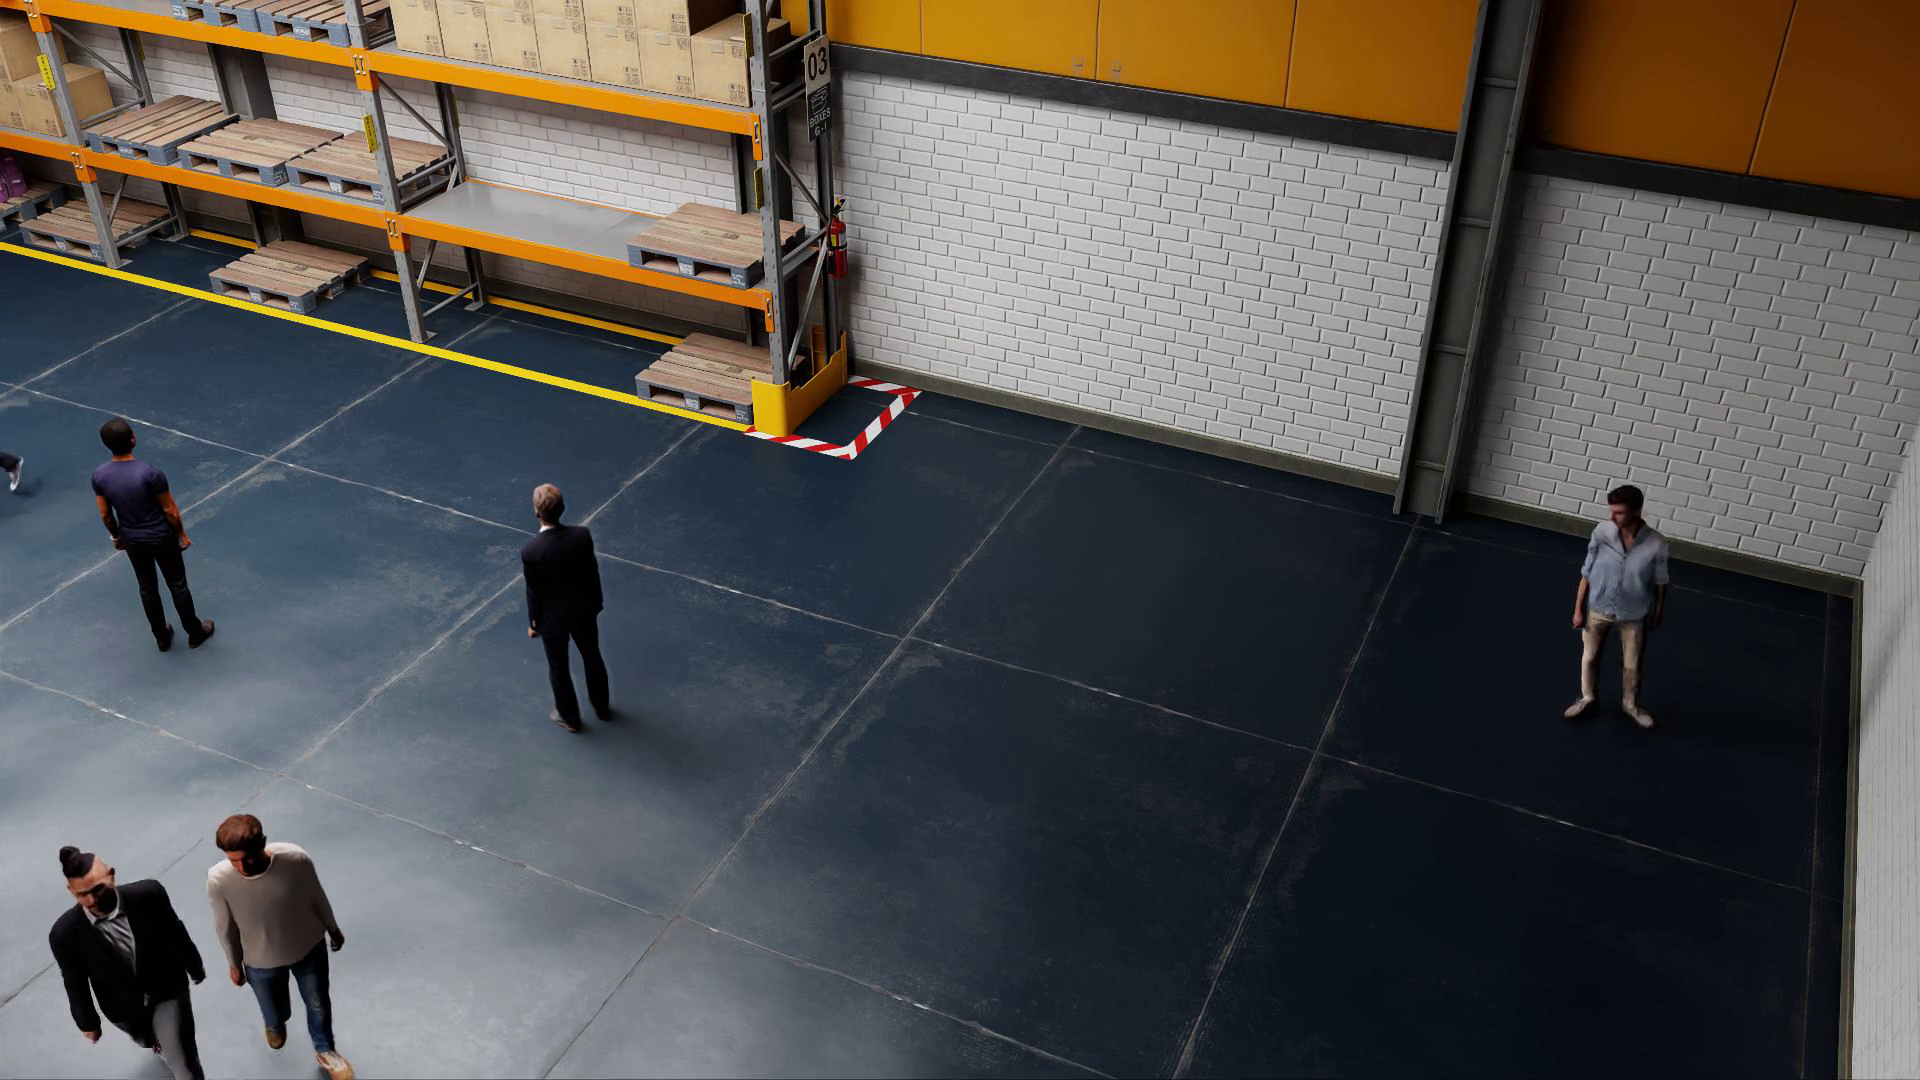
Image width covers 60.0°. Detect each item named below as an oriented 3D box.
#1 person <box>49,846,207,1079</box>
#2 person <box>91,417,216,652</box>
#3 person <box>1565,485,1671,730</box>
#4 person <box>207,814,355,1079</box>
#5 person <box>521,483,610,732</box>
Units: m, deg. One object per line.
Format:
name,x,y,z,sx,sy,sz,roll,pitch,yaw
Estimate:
person,-4.015,2.111,8.102,1.165,1.910,1.348,-21,39,-28
person,-5.583,-0.025,11.423,0.655,1.792,0.780,-4,34,-6
person,4.286,0.435,10.716,0.559,1.808,0.897,8,35,12
person,-3.406,1.990,8.318,0.941,1.873,1.027,-19,38,-27
person,-2.550,0.430,10.718,0.768,1.815,0.756,-23,40,-31
